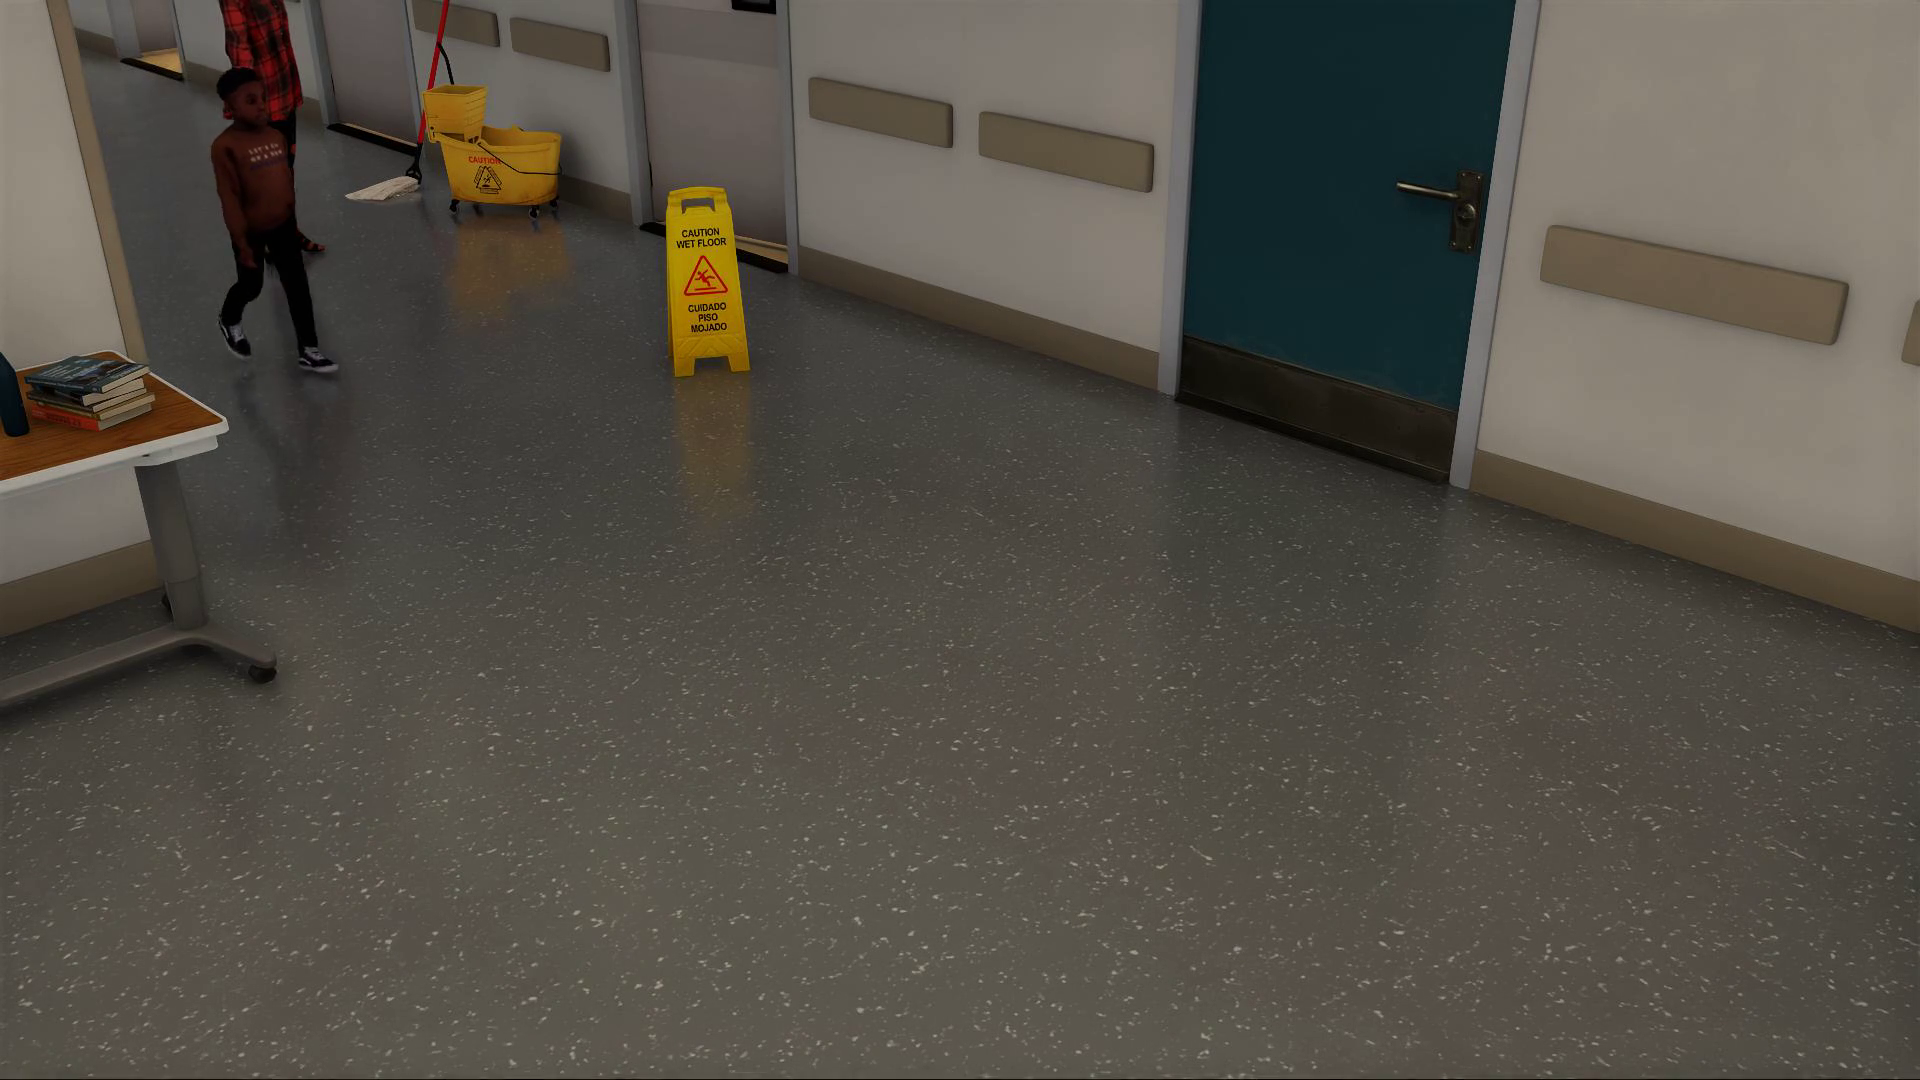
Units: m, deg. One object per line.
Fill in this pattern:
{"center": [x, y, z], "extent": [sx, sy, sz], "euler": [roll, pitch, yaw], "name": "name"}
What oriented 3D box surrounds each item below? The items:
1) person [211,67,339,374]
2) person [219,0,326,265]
{"center": [-2.899, -1.289, 6.805], "extent": [0.903, 1.236, 0.610], "euler": [17, 31, 32], "name": "person"}
{"center": [-3.430, -2.227, 8.215], "extent": [0.744, 1.702, 0.706], "euler": [3, 26, 6], "name": "person"}
